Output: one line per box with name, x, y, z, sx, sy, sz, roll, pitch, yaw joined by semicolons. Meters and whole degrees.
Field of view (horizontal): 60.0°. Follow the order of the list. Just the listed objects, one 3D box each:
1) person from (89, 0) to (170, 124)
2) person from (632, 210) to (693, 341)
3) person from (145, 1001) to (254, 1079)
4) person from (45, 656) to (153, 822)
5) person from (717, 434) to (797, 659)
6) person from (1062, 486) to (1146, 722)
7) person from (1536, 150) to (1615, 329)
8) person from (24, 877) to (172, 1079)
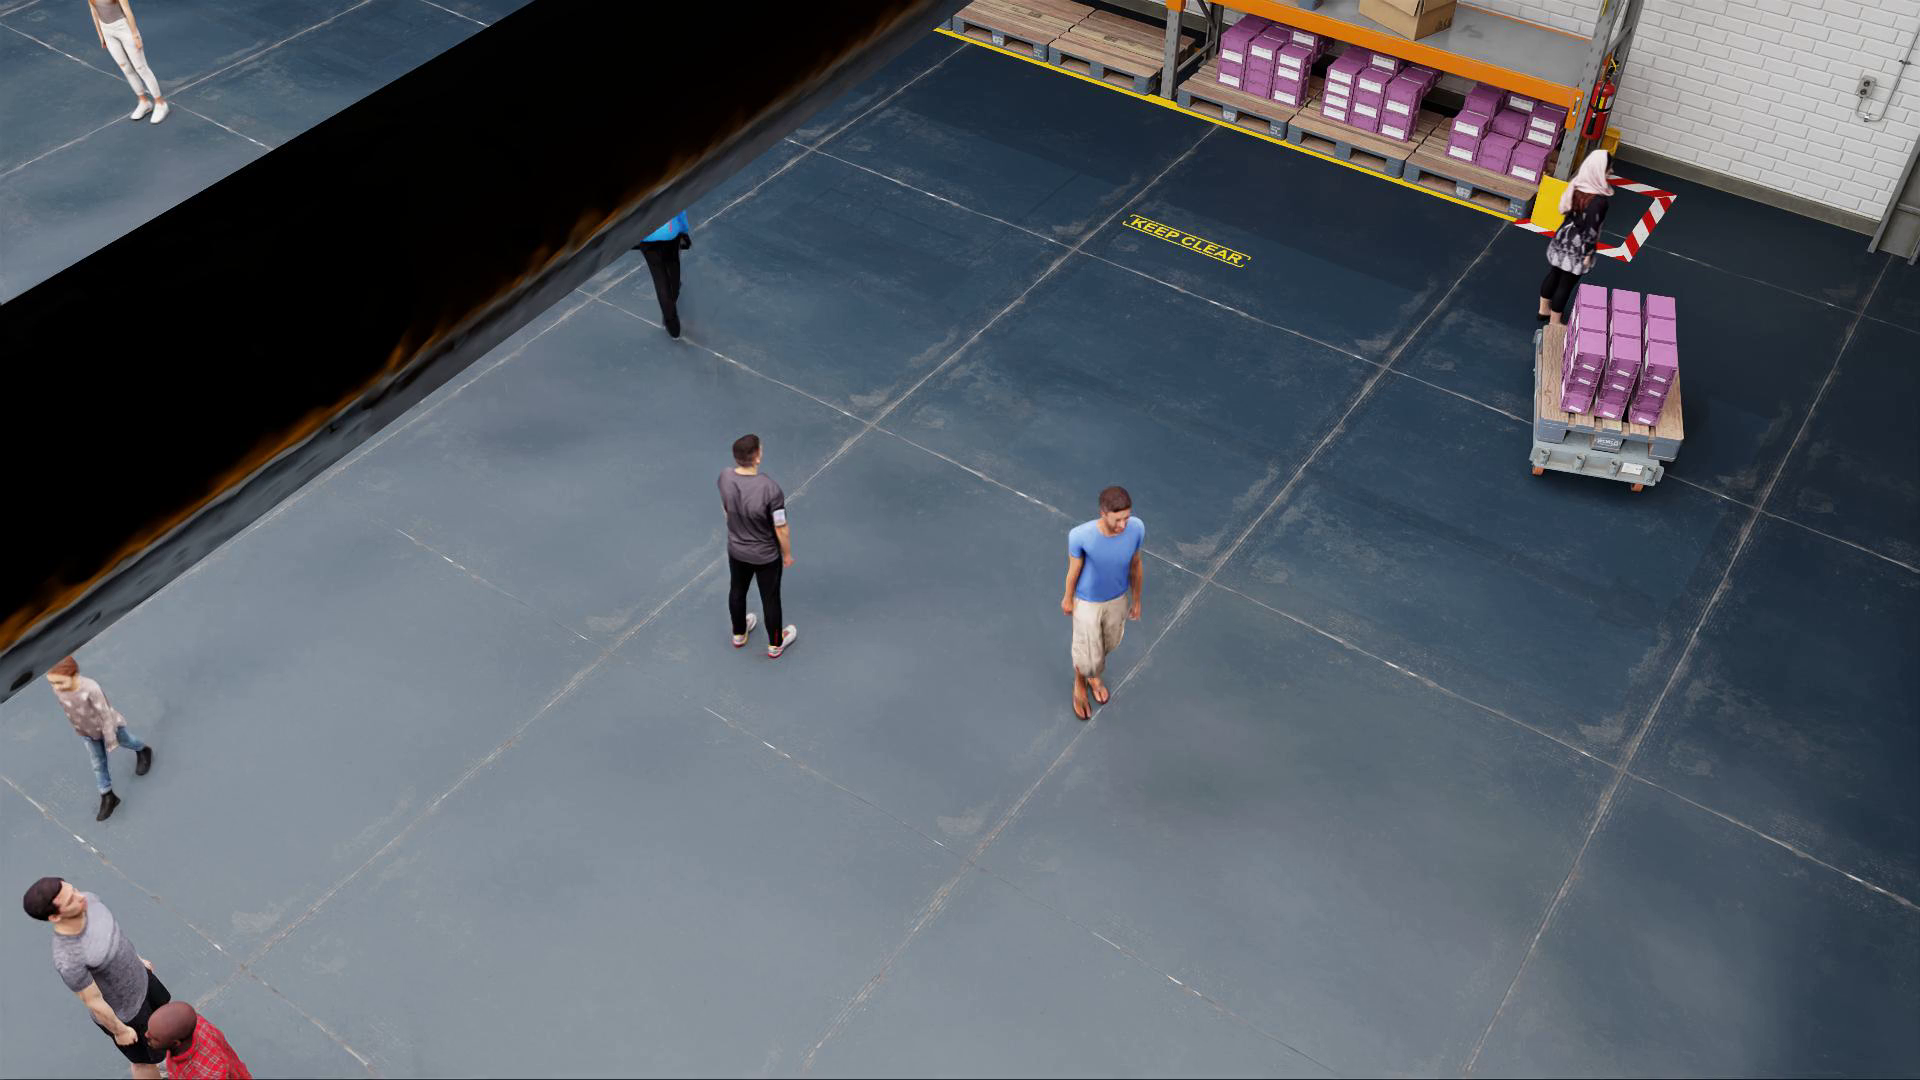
person;-8.060;-4.870;15.992;0.588;1.716;0.720;9;44;9
person;-2.389;-2.391;13.354;0.931;1.766;1.087;-18;47;-18
person;-3.495;2.724;7.947;0.803;1.819;0.643;-24;49;-23
person;-5.216;1.089;10.132;0.809;1.172;0.799;1;44;1
person;-1.346;0.047;10.799;0.535;1.759;0.724;18;47;18
person;0.856;0.289;10.482;0.814;1.848;0.870;-12;45;-12
person;4.984;-2.423;13.482;0.799;1.636;0.747;-4;44;-5
person;-4.248;2.279;8.375;0.791;1.872;0.726;-8;44;-8
